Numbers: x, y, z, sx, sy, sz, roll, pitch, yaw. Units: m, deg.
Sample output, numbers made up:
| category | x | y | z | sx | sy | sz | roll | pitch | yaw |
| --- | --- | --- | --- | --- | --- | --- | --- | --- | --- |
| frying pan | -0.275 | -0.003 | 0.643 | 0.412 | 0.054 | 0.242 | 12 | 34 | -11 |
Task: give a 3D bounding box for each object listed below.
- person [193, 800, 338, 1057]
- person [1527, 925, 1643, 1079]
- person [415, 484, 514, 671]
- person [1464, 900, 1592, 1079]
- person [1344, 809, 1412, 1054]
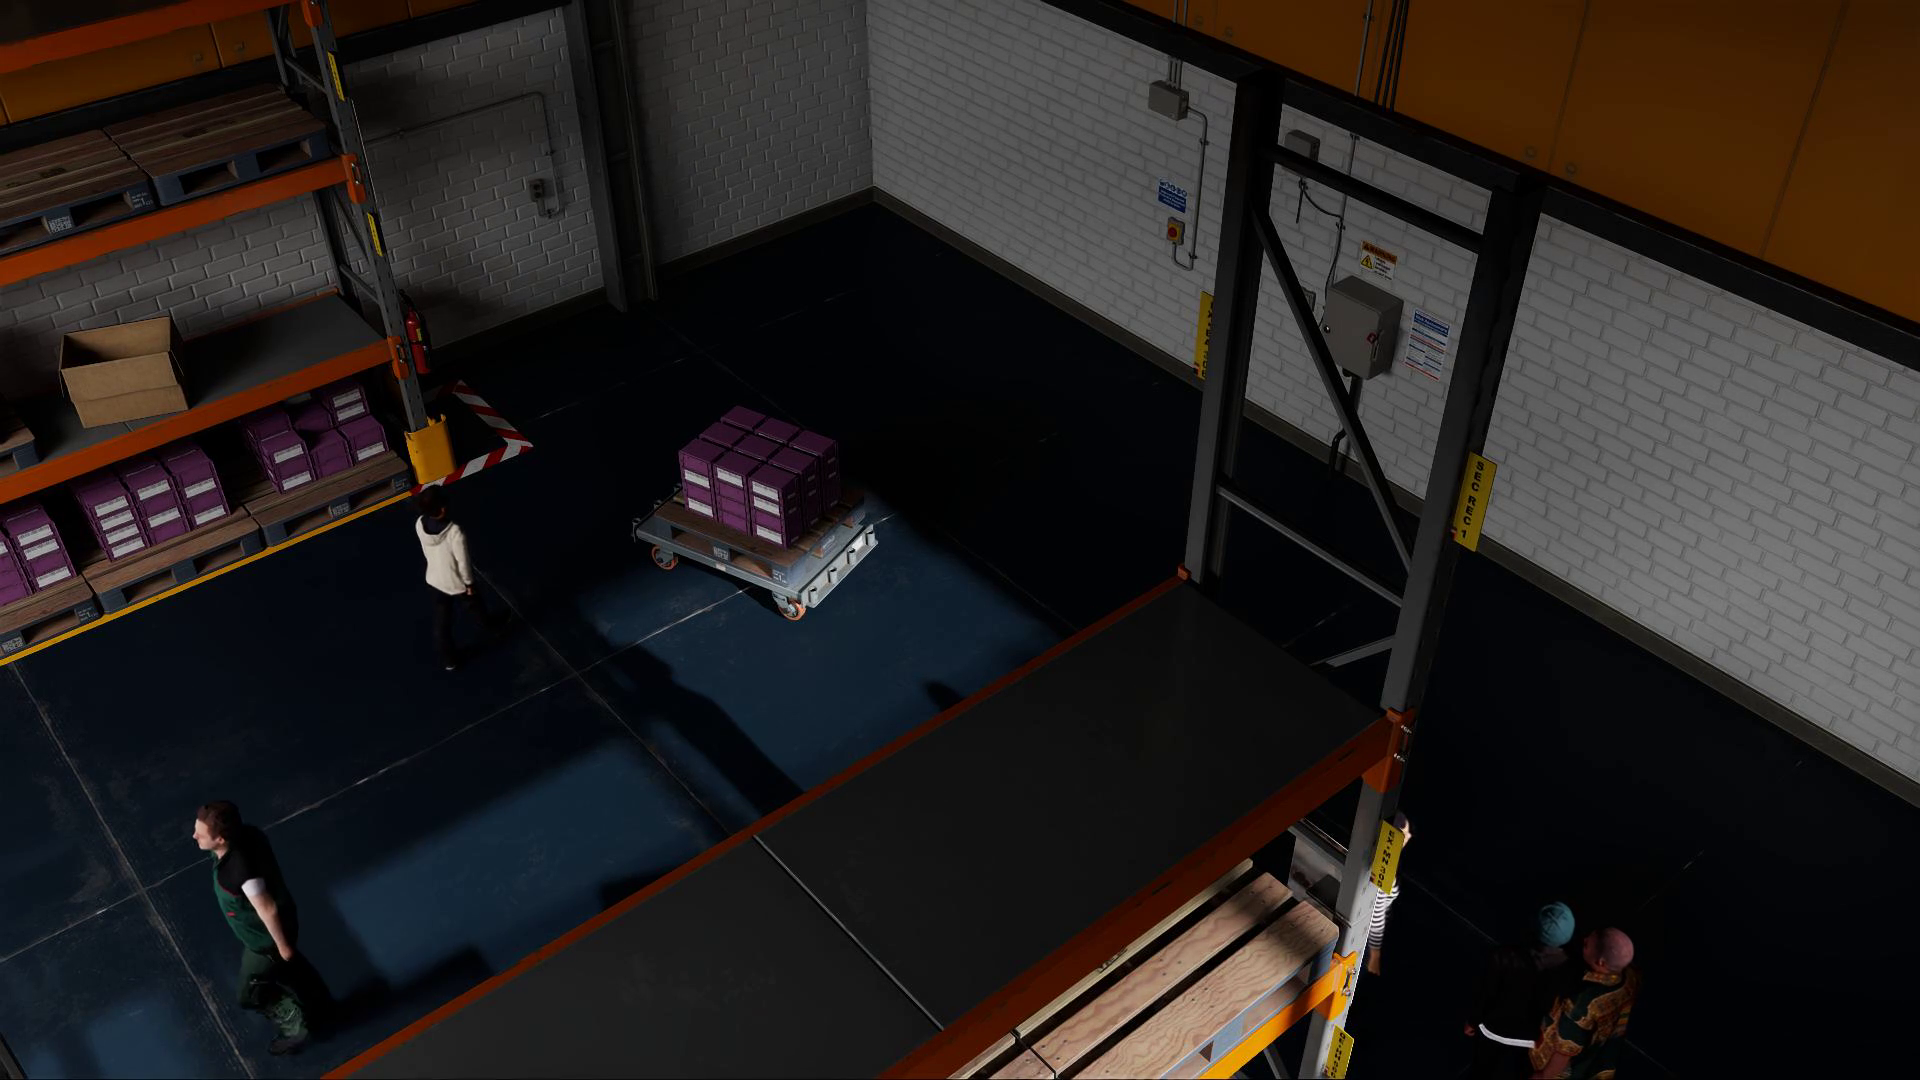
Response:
| category | x | y | z | sx | sy | sz | roll | pitch | yaw |
| --- | --- | --- | --- | --- | --- | --- | --- | --- | --- |
| person | -3.617 | 2.020 | 8.831 | 0.721 | 1.831 | 0.714 | -19 | 42 | -22 |
| person | 3.026 | 2.528 | 8.214 | 0.598 | 1.807 | 0.763 | -31 | 48 | -33 |
| person | -3.515 | 0.298 | 11.307 | 0.840 | 1.432 | 0.977 | 15 | 41 | 18 |
| person | 2.795 | 2.429 | 8.329 | 0.753 | 1.817 | 0.801 | 5 | 39 | 6 |
| person | 2.128 | 2.056 | 8.813 | 0.689 | 1.796 | 0.647 | 1 | 39 | 1 |
